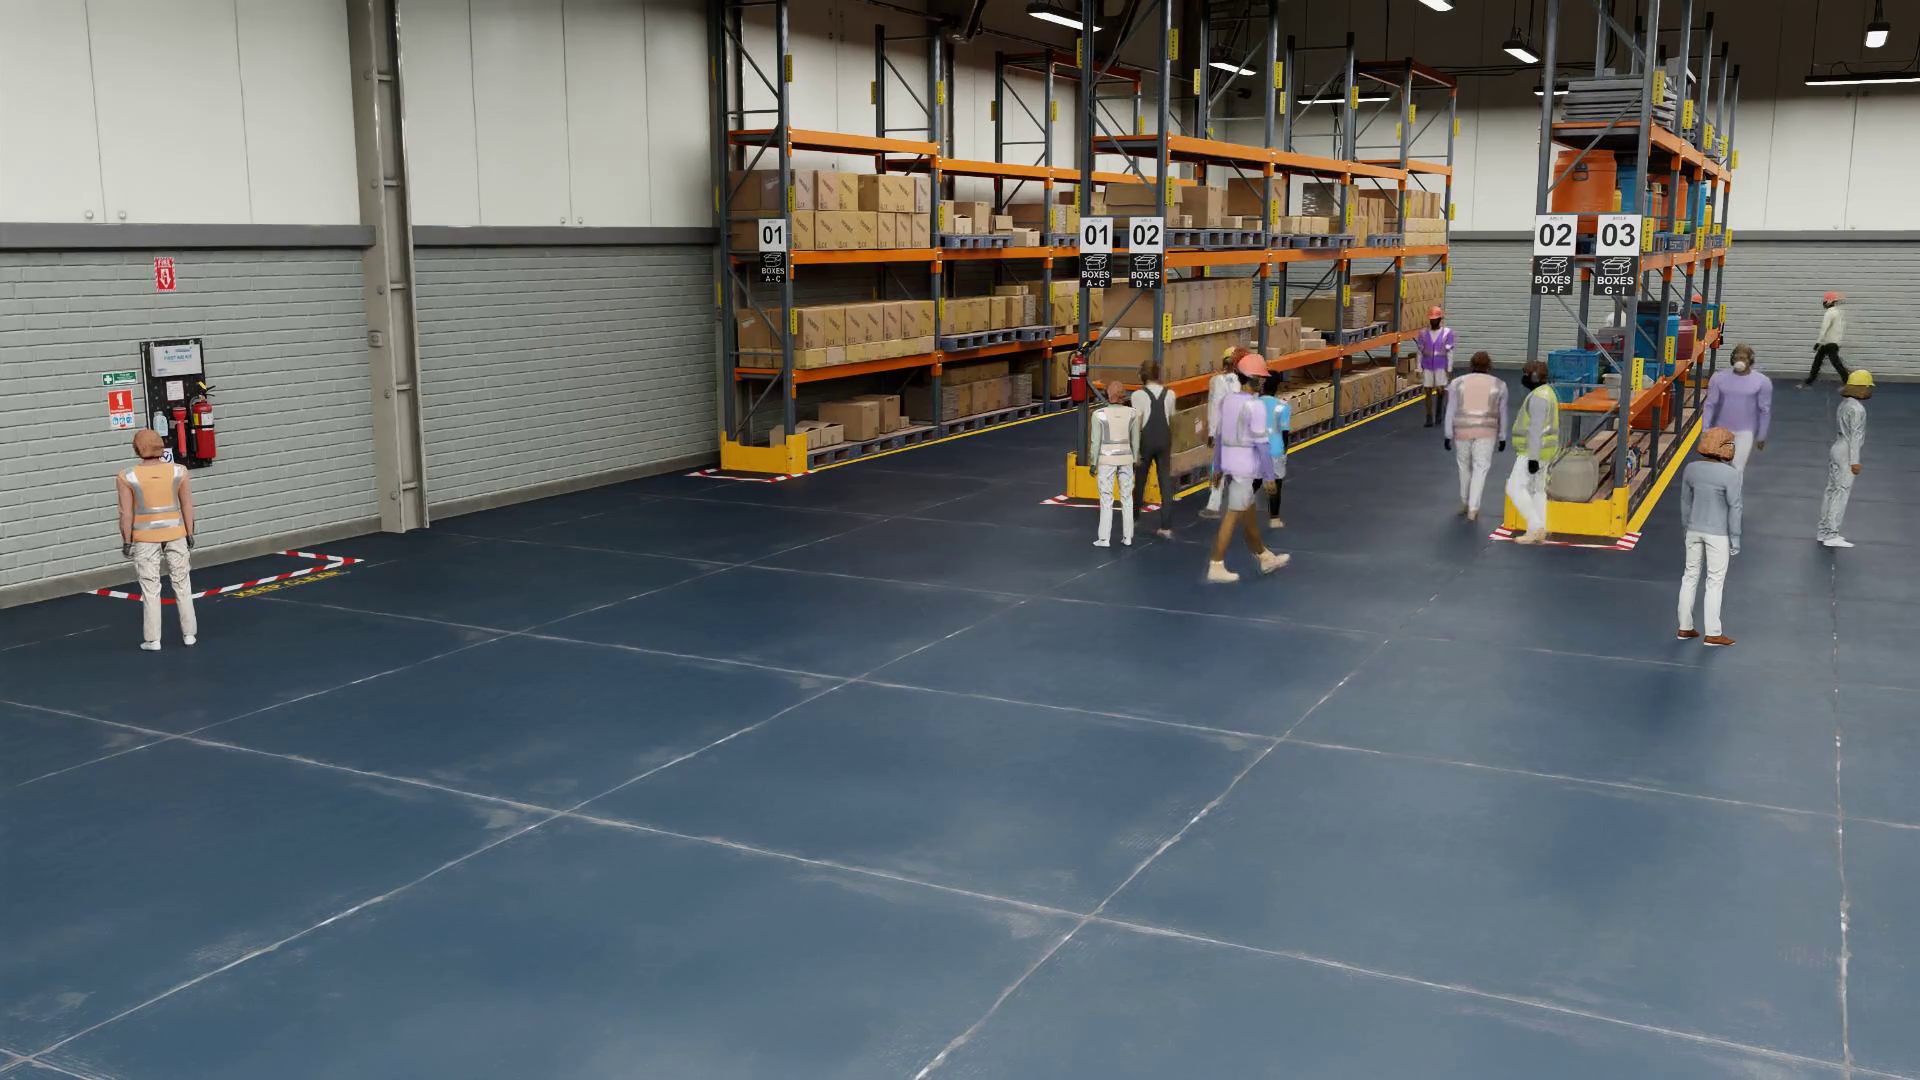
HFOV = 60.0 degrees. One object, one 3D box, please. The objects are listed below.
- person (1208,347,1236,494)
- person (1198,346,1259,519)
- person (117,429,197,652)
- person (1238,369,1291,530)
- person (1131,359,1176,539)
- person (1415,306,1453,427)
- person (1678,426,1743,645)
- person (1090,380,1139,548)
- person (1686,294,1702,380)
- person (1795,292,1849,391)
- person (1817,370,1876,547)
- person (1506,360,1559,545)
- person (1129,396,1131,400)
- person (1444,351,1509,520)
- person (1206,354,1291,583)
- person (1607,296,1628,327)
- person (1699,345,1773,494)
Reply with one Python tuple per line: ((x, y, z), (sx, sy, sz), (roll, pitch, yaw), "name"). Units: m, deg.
((3.136, -1.345, 19.190), (0.546, 1.765, 0.363), (6, 12, 31), "person")
((2.967, -1.147, 17.871), (0.637, 1.858, 0.469), (-6, 12, -30), "person")
((-5.859, 0.003, 12.169), (0.511, 1.639, 0.308), (-8, 13, -39), "person")
((3.091, -0.908, 17.052), (0.533, 1.679, 0.614), (8, 13, 37), "person")
((1.955, -0.942, 16.916), (0.534, 1.788, 0.980), (-3, 11, -15), "person")
((7.485, -2.727, 26.285), (0.571, 1.920, 0.421), (5, 12, 25), "person")
((5.586, -0.033, 12.380), (0.280, 1.633, 0.500), (-5, 12, -27), "person")
((1.505, -0.733, 16.183), (0.511, 1.640, 0.308), (-3, 11, -18), "person")
((13.979, -3.720, 31.681), (0.374, 1.928, 0.543), (4, 11, 20), "person")
((17.059, -3.881, 32.557), (1.067, 1.943, 0.605), (7, 13, 34), "person")
((8.720, -0.803, 16.330), (0.376, 1.733, 0.497), (3, 11, 14), "person")
((5.601, -0.840, 16.257), (0.445, 1.825, 0.652), (5, 12, 26), "person")
((2.677, -2.681, 26.496), (0.530, 1.754, 0.457), (5, 12, 25), "person")
((5.583, -1.138, 17.970), (0.646, 1.790, 0.986), (4, 11, 22), "person")
((2.585, -0.623, 14.594), (1.009, 1.994, 0.648), (-4, 11, -21), "person")
((12.254, -3.542, 30.730), (0.642, 1.919, 0.445), (5, 11, 25), "person")
((8.223, -1.125, 17.662), (0.628, 1.882, 1.039), (9, 14, 39), "person")
